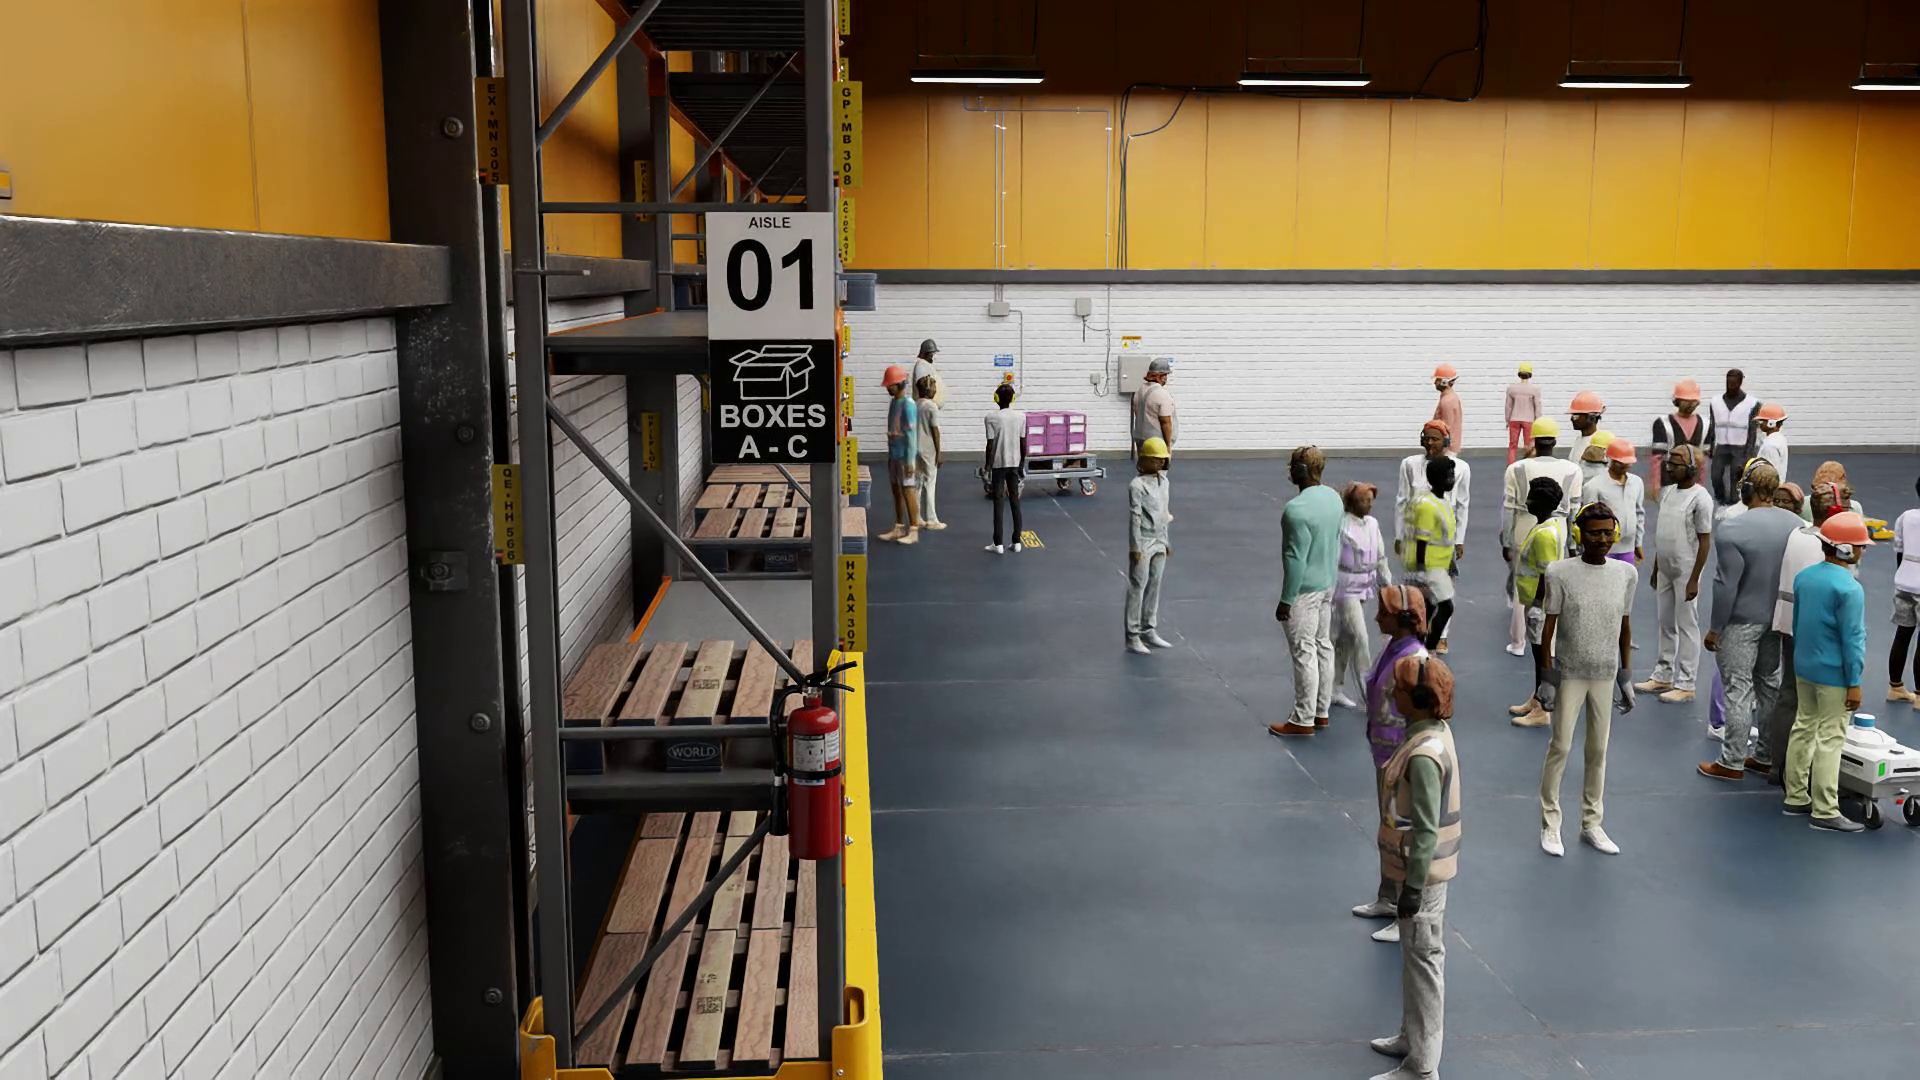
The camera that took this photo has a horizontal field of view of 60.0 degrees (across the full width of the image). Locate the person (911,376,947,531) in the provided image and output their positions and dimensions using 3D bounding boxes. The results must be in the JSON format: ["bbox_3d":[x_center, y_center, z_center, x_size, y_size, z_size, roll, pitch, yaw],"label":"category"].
[{"bbox_3d":[-0.414,-1.031,19.819,0.346,1.841,0.506,-9,13,-43],"label":"person"}]

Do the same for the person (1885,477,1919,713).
[{"bbox_3d":[6.726,0.349,11.599,0.321,1.697,0.529,-1,9,-7],"label":"person"}]

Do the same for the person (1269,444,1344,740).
[{"bbox_3d":[2.270,0.338,10.913,0.371,1.941,0.627,7,11,37],"label":"person"}]

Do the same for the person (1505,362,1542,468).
[{"bbox_3d":[8.263,-1.726,24.405,0.533,1.772,0.298,7,11,36],"label":"person"}]

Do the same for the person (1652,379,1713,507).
[{"bbox_3d":[7.081,-0.569,16.333,0.618,2.026,0.424,0,9,1],"label":"person"}]

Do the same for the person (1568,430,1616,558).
[{"bbox_3d":[5.389,-0.068,14.123,0.320,1.729,0.486,-6,11,-32],"label":"person"}]

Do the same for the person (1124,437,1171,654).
[{"bbox_3d":[1.543,0.038,13.412,0.320,1.742,0.492,8,12,40],"label":"person"}]

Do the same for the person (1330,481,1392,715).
[{"bbox_3d":[2.811,0.408,11.478,0.711,1.615,0.517,9,12,43],"label":"person"}]

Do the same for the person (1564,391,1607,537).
[{"bbox_3d":[5.348,-0.256,14.316,0.376,2.042,0.615,0,9,1],"label":"person"}]

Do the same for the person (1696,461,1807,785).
[{"bbox_3d":[4.722,0.494,9.935,0.631,1.940,0.372,-3,10,-21],"label":"person"}]

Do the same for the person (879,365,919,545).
[{"bbox_3d":[-0.689,-0.963,18.789,0.406,2.035,0.625,-3,10,-20],"label":"person"}]

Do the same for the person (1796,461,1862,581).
[{"bbox_3d":[6.567,0.213,12.655,0.507,1.633,0.278,7,11,36],"label":"person"}]

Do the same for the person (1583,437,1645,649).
[{"bbox_3d":[5.291,0.035,13.442,0.574,1.738,0.354,-3,10,-19],"label":"person"}]

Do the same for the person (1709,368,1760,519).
[{"bbox_3d":[9.428,-1.145,20.326,0.596,1.907,0.438,8,12,41],"label":"person"}]

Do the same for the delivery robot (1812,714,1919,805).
[{"bbox_3d":[5.084,1.226,9.378,0.477,0.478,0.707,-2,9,-11],"label":"delivery robot"}]

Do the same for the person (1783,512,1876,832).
[{"bbox_3d":[4.789,0.712,9.141,0.330,1.751,0.565,-1,9,-4],"label":"person"}]

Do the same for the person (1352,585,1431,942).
[{"bbox_3d":[2.008,1.012,7.616,0.308,1.639,0.523,0,9,-1],"label":"person"}]

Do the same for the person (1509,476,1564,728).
[{"bbox_3d":[3.897,0.414,11.195,0.318,1.697,0.534,3,9,17],"label":"person"}]

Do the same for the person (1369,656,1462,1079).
[{"bbox_3d":[1.710,1.234,6.221,0.306,1.640,0.522,3,9,16],"label":"person"}]

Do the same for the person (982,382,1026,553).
[{"bbox_3d":[0.485,-0.789,18.208,0.513,1.872,0.328,-4,10,-24],"label":"person"}]

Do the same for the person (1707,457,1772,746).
[{"bbox_3d":[5.103,0.390,10.804,0.323,1.871,0.530,9,13,44],"label":"person"}]

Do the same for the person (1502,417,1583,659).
[{"bbox_3d":[4.601,-0.016,13.204,0.587,1.920,0.396,2,9,12],"label":"person"}]

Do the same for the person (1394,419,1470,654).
[{"bbox_3d":[3.784,-0.029,13.394,0.576,1.882,0.355,4,10,26],"label":"person"}]

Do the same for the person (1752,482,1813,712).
[{"bbox_3d":[5.583,0.417,11.349,0.513,1.642,0.313,8,12,40],"label":"person"}]

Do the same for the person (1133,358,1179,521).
[{"bbox_3d":[2.451,-1.252,20.580,0.536,2.000,0.683,-5,10,-28],"label":"person"}]

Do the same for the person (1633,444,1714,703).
[{"bbox_3d":[5.112,0.235,11.853,0.345,1.846,0.508,-2,9,-13],"label":"person"}]

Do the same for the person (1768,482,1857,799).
[{"bbox_3d":[4.966,0.578,9.697,0.373,1.843,0.570,-2,9,-11],"label":"person"}]

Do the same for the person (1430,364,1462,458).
[{"bbox_3d":[5.718,-1.080,19.642,0.394,1.994,0.612,4,10,22],"label":"person"}]

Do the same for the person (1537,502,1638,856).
[{"bbox_3d":[3.285,0.724,8.708,0.513,1.872,0.328,-1,9,-4],"label":"person"}]

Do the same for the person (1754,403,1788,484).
[{"bbox_3d":[8.124,-0.499,16.748,0.330,1.751,0.564,5,10,29],"label":"person"}]

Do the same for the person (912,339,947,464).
[{"bbox_3d":[-0.476,-2.145,26.184,0.535,2.000,0.684,1,9,6],"label":"person"}]

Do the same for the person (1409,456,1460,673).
[{"bbox_3d":[3.633,0.204,12.572,0.498,1.681,0.537,5,10,27],"label":"person"}]
